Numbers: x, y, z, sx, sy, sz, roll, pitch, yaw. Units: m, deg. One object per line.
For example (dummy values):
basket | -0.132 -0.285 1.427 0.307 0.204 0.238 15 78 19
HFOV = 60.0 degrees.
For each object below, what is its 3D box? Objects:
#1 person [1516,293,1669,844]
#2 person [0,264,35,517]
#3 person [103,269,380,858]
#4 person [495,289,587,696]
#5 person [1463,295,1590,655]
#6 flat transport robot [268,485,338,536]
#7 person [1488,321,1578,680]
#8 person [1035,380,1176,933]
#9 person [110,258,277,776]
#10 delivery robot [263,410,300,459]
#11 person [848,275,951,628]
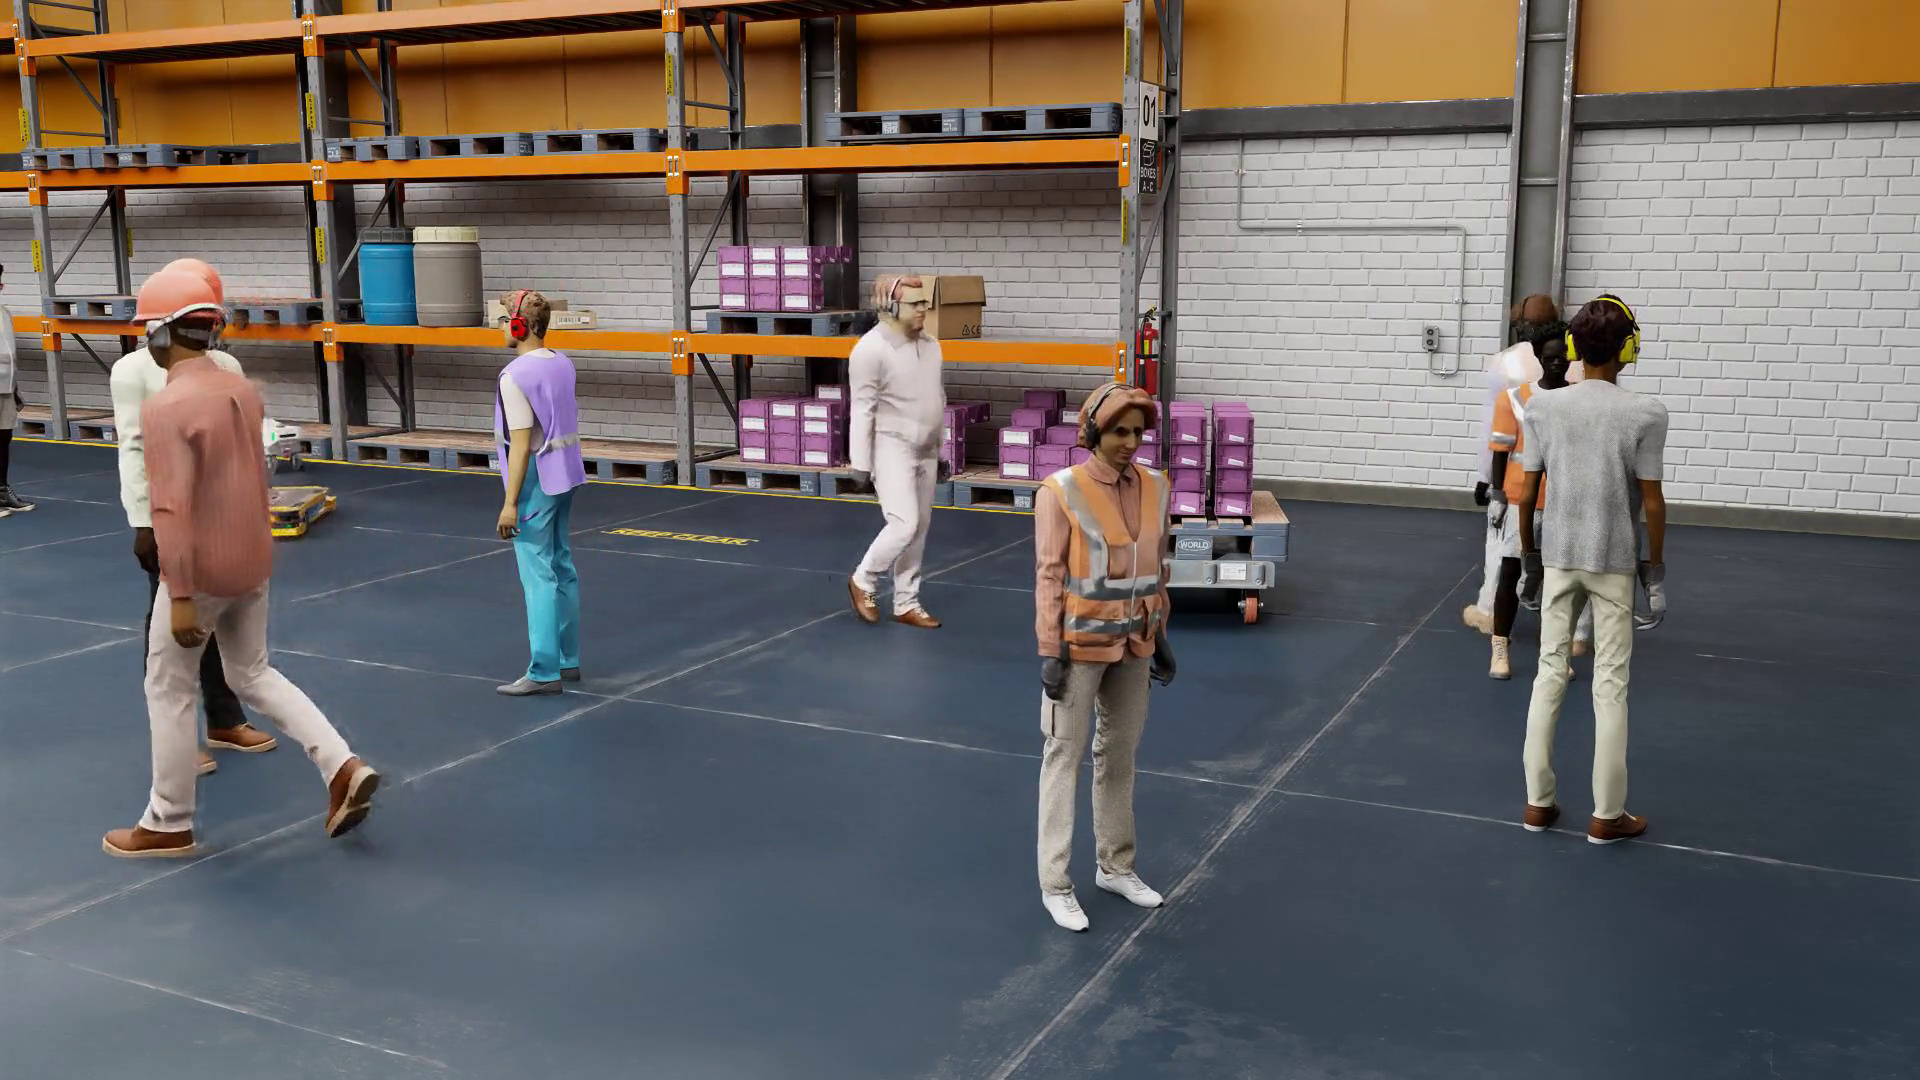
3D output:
person | 2.164 0.103 5.700 0.513 1.876 0.328 8 13 38
person | -7.382 -1.163 12.686 0.367 1.963 0.609 1 10 5
person | -2.423 0.090 5.511 0.860 1.962 0.642 1 10 7
person | -1.911 -0.210 7.570 0.389 1.847 0.567 2 10 10
person | 2.949 -0.345 8.536 0.645 1.791 0.771 1 10 4
flat transport robot | -5.031 -0.222 12.145 0.652 0.197 1.431 -2 10 -9
person | 2.746 -0.177 7.808 0.537 1.695 0.320 1 10 5
person | 0.433 0.339 5.021 0.512 1.639 0.312 -7 12 -35
person | -2.980 -0.094 6.505 0.391 1.986 0.608 4 11 21
delivery robot | -6.380 -0.943 15.190 0.707 0.478 0.477 5 11 27
person | -0.292 -0.452 8.840 0.442 1.893 0.646 7 12 35
